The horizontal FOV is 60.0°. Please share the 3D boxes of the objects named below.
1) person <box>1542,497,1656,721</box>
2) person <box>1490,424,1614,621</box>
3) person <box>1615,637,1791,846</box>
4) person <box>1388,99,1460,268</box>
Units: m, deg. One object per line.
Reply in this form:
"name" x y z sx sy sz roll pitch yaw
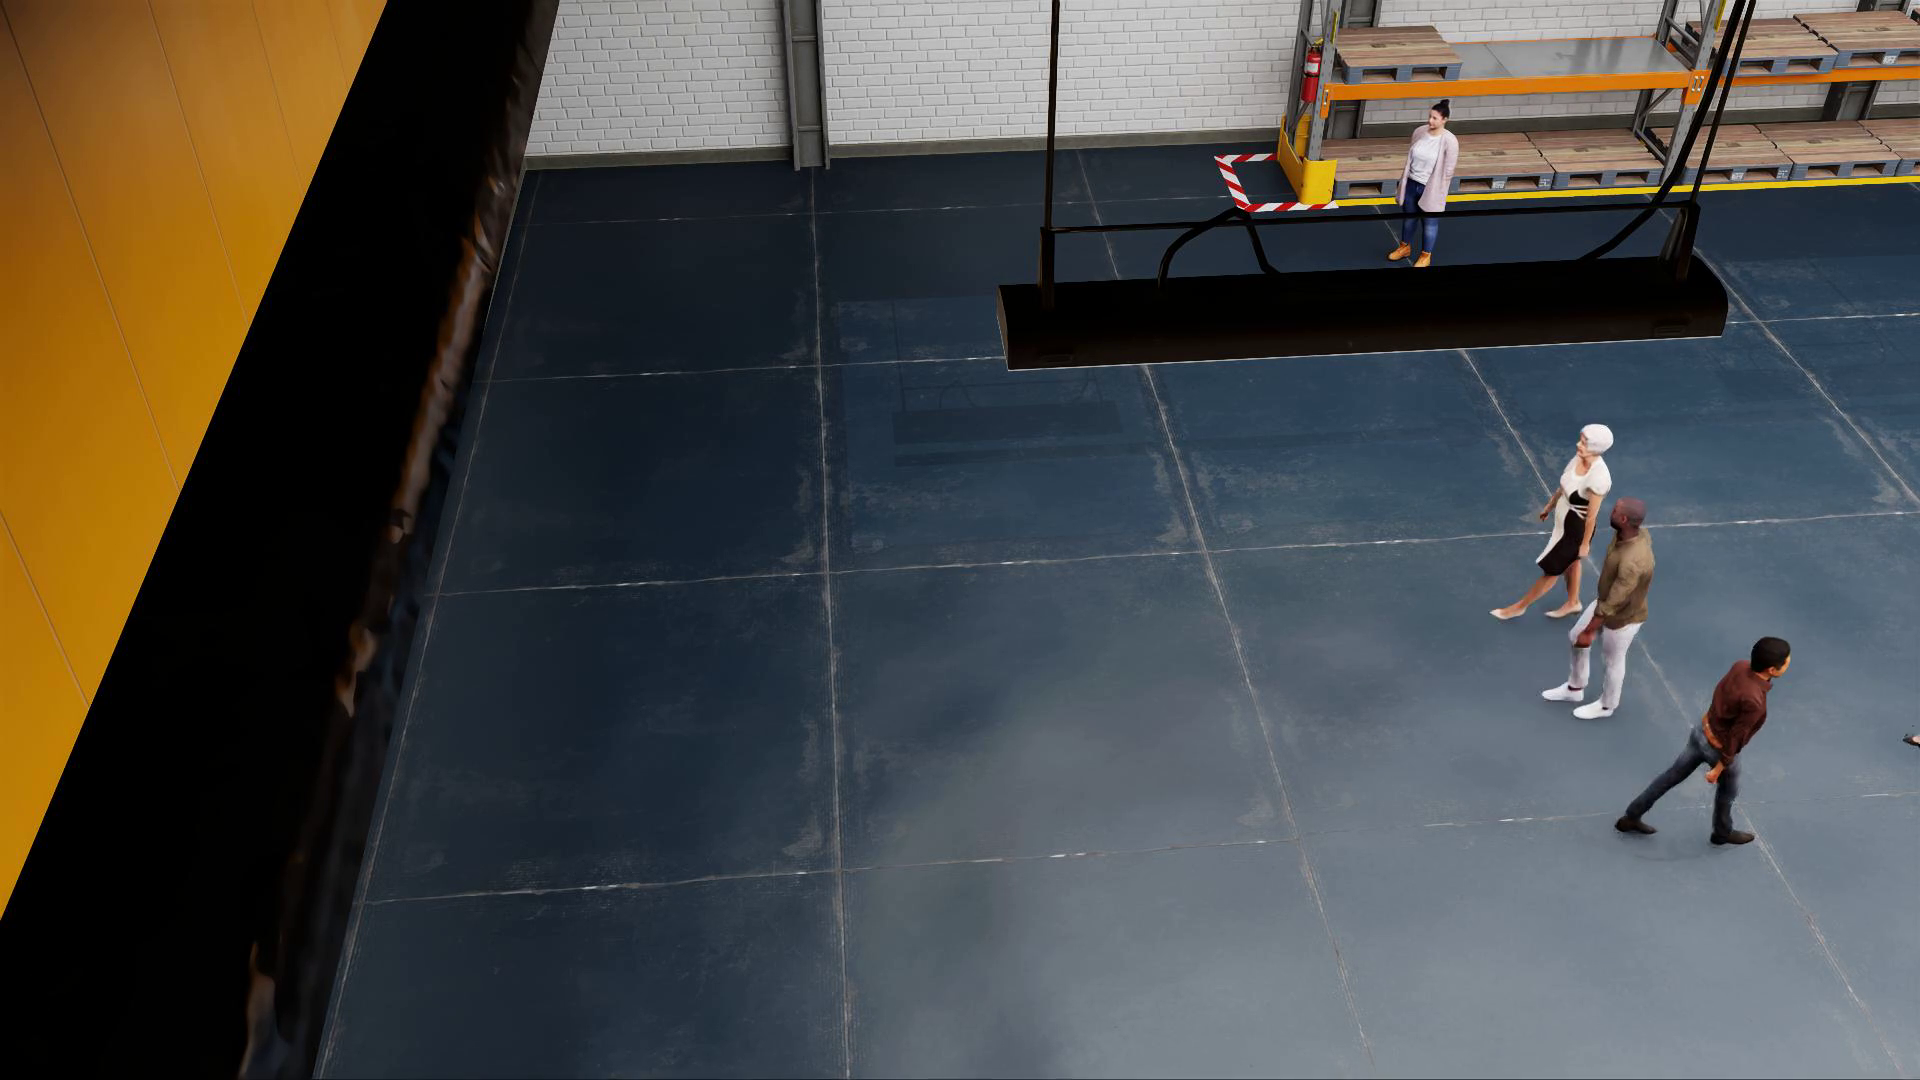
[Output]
"person" 4.517 0.497 11.250 0.799 1.808 0.820 1 39 1
"person" 4.518 -0.075 12.029 0.974 1.730 0.716 2 39 2
"person" 4.608 1.275 10.338 1.127 1.731 0.726 3 39 3
"person" 4.577 -3.494 16.299 0.826 1.744 0.795 -29 47 -31
